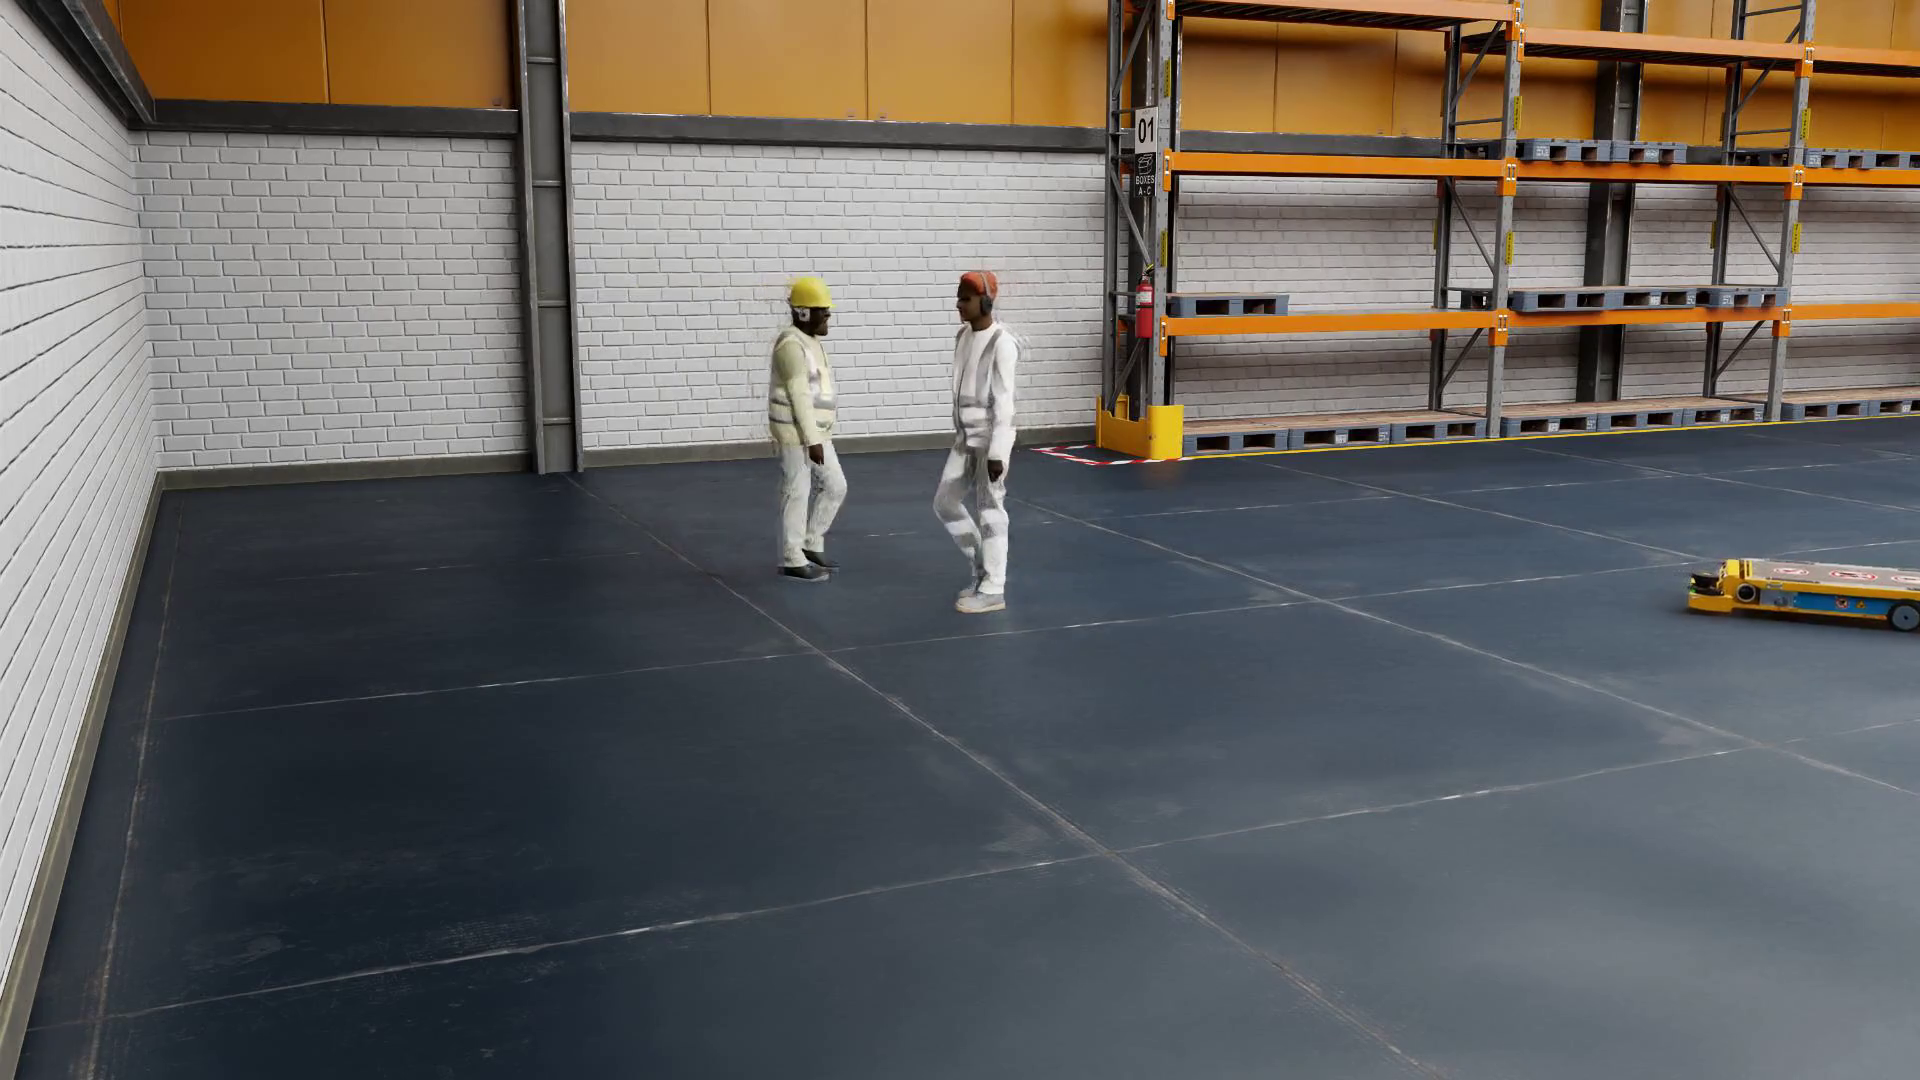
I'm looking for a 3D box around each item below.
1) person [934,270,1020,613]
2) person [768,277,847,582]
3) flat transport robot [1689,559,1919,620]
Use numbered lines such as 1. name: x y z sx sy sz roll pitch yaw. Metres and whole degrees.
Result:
1. person: 0.095 -0.521 9.038 0.417 1.868 0.612 -5 12 -28
2. person: -0.888 -0.641 9.864 0.471 1.814 0.587 2 10 12
3. flat transport robot: 4.751 0.279 9.034 1.431 0.197 0.652 5 11 24
